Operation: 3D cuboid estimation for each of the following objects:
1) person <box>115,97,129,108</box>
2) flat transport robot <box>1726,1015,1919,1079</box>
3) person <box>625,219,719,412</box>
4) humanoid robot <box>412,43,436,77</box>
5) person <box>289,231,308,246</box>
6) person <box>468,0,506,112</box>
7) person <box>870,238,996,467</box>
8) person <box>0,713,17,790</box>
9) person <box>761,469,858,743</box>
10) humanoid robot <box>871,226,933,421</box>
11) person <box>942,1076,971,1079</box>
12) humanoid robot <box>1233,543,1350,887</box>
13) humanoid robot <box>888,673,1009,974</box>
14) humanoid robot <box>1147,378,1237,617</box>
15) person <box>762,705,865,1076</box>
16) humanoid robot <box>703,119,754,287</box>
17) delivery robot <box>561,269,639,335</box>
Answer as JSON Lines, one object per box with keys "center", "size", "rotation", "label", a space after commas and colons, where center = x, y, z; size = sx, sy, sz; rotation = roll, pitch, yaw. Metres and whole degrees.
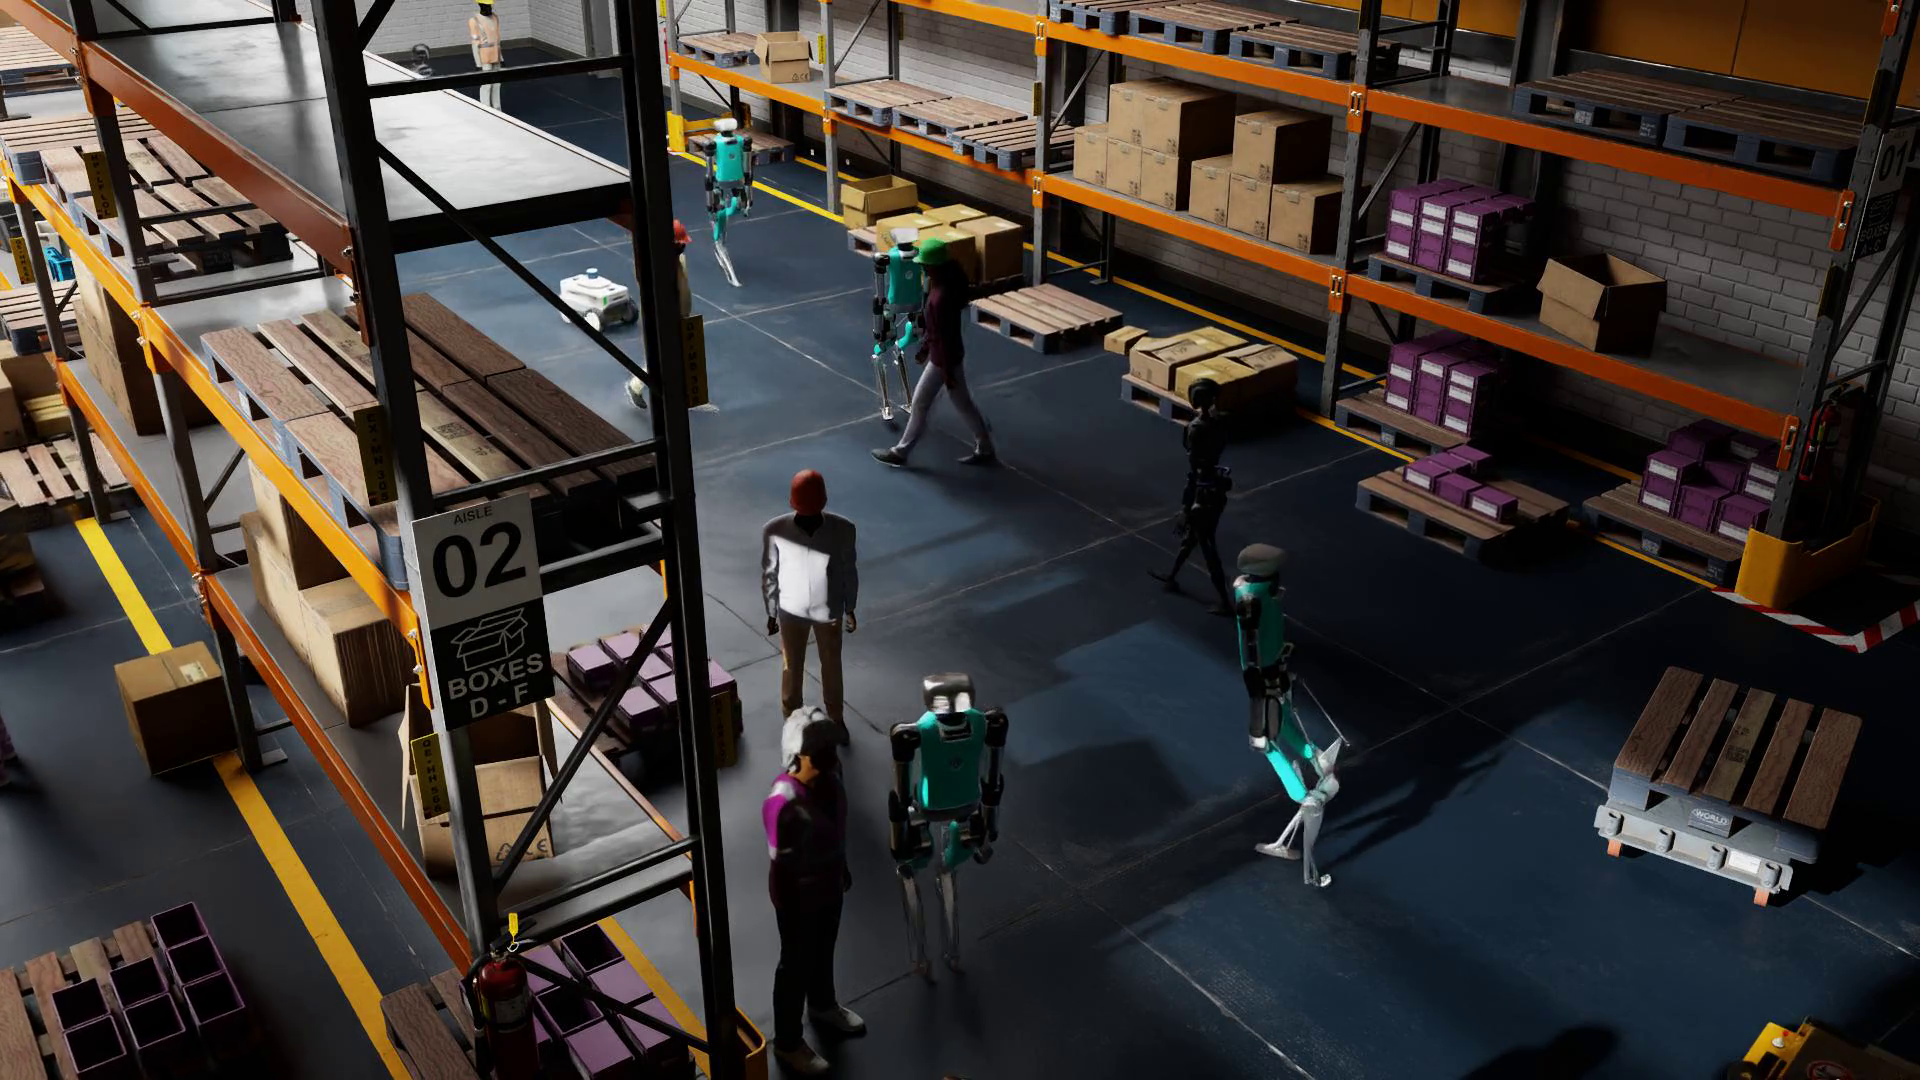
{"center": [-10.324, -5.117, 20.262], "size": [0.401, 1.986, 0.610], "rotation": [8, 28, 15], "label": "person"}
{"center": [4.020, 2.518, 6.980], "size": [1.431, 0.231, 0.659], "rotation": [23, 34, 37], "label": "flat transport robot"}
{"center": [-2.501, -1.889, 14.127], "size": [0.724, 1.725, 0.569], "rotation": [6, 27, 13], "label": "person"}
{"center": [-6.962, -5.625, 21.642], "size": [0.721, 1.635, 0.597], "rotation": [-16, 31, -28], "label": "humanoid robot"}
{"center": [-6.329, -2.631, 15.707], "size": [0.287, 1.629, 0.498], "rotation": [13, 29, 24], "label": "person"}
{"center": [-6.747, -6.916, 23.900], "size": [0.382, 1.925, 0.590], "rotation": [12, 29, 22], "label": "person"}
{"center": [-0.175, -1.455, 13.079], "size": [1.031, 1.887, 0.499], "rotation": [4, 27, 9], "label": "person"}
{"center": [-5.612, 0.521, 9.139], "size": [0.402, 1.901, 0.649], "rotation": [-12, 29, -23], "label": "person"}
{"center": [-0.857, 0.389, 9.565], "size": [0.558, 1.746, 0.330], "rotation": [-4, 27, -8], "label": "person"}
{"center": [-0.532, -1.856, 13.897], "size": [0.533, 1.677, 0.735], "rotation": [-10, 28, -18], "label": "humanoid robot"}
{"center": [-0.001, 2.452, 5.359], "size": [0.429, 1.841, 0.634], "rotation": [3, 27, 5], "label": "person"}
{"center": [1.775, 0.941, 8.578], "size": [0.869, 1.838, 0.610], "rotation": [11, 29, 20], "label": "humanoid robot"}
{"center": [-0.118, 1.322, 7.760], "size": [0.535, 1.810, 0.712], "rotation": [-8, 28, -15], "label": "humanoid robot"}
{"center": [1.581, -0.291, 11.041], "size": [0.753, 1.624, 0.598], "rotation": [12, 29, 23], "label": "humanoid robot"}
{"center": [-0.646, 1.505, 7.250], "size": [0.346, 1.838, 0.506], "rotation": [14, 30, 25], "label": "person"}
{"center": [-2.548, -3.634, 17.629], "size": [0.539, 1.779, 0.991], "rotation": [-14, 30, -26], "label": "humanoid robot"}
{"center": [-3.578, -2.353, 16.369], "size": [0.816, 0.612, 0.499], "rotation": [20, 33, 34], "label": "delivery robot"}
